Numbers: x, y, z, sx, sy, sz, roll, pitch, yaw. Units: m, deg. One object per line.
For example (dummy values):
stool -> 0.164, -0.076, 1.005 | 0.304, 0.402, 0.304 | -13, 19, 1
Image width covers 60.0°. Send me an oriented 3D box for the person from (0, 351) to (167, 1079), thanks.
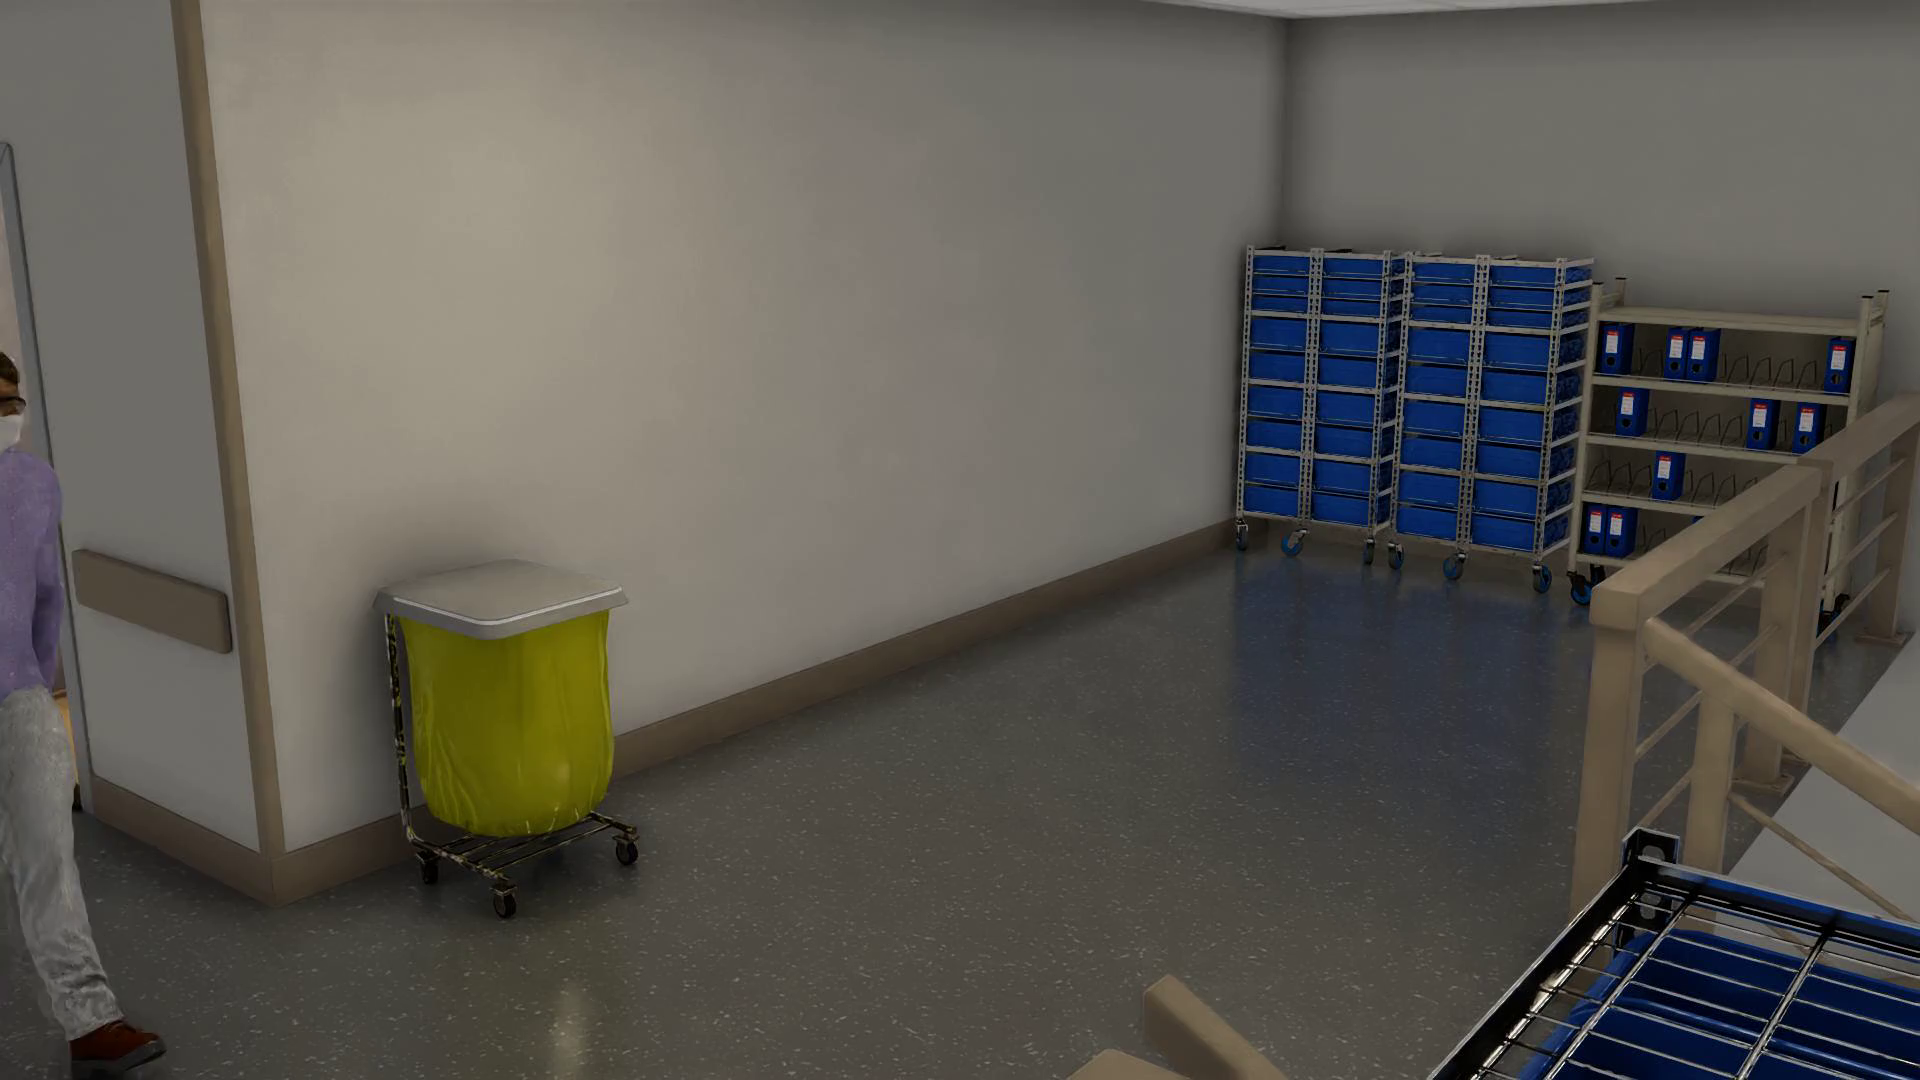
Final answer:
person -> -2.486, 0.430, 4.194 | 1.069, 1.869, 0.649 | 8, 16, 31
